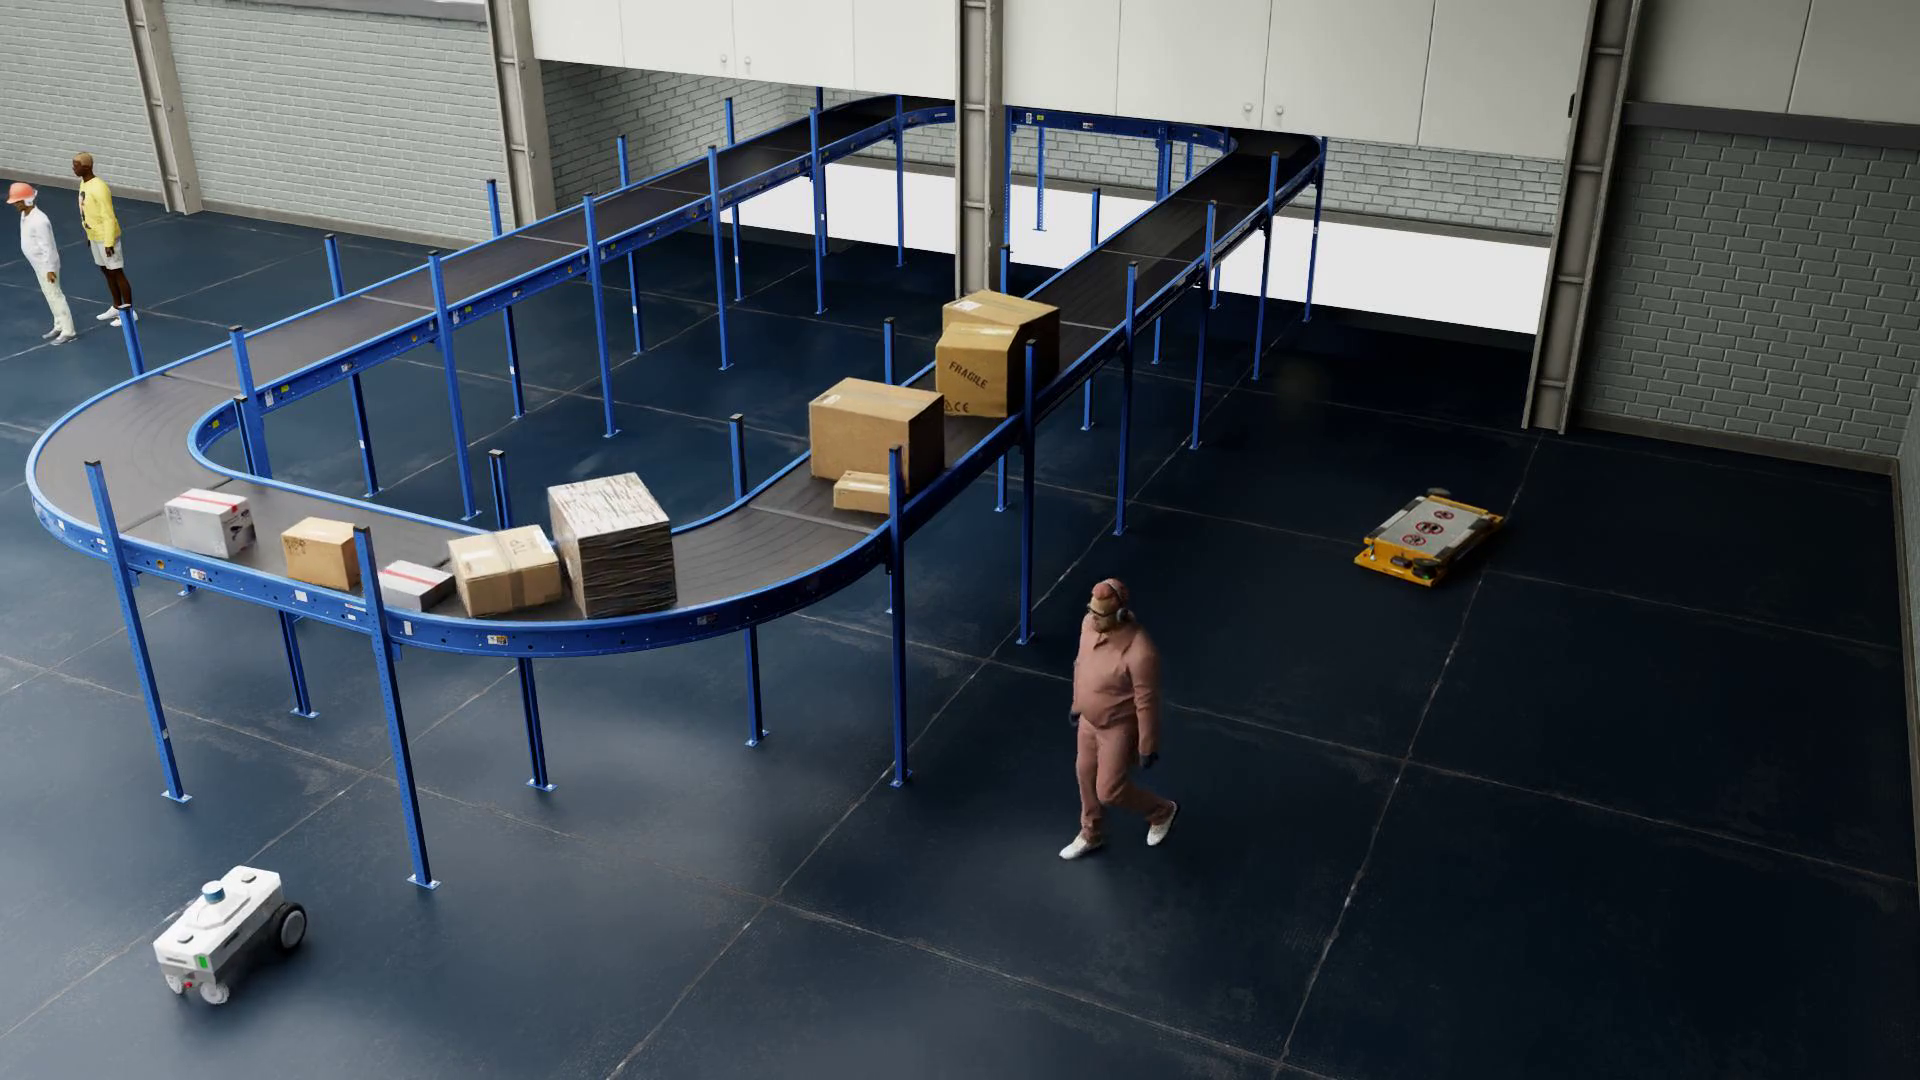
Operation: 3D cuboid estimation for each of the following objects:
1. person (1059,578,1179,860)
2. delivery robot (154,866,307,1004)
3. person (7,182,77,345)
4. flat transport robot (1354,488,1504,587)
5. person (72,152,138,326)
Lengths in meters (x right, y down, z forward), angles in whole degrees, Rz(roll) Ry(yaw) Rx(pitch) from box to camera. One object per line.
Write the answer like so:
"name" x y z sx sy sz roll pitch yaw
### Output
"person" 0.924 1.037 9.572 0.581 1.884 0.673 -13 29 -25
"delivery robot" -3.947 2.089 8.945 0.503 0.594 0.765 7 27 14
"person" -9.831 -2.965 17.792 0.347 1.743 0.566 -22 34 -37
"flat transport robot" 3.837 -0.032 13.541 0.659 0.231 1.431 19 32 34
"person" -9.457 -3.323 18.340 0.544 1.899 0.377 22 34 37
